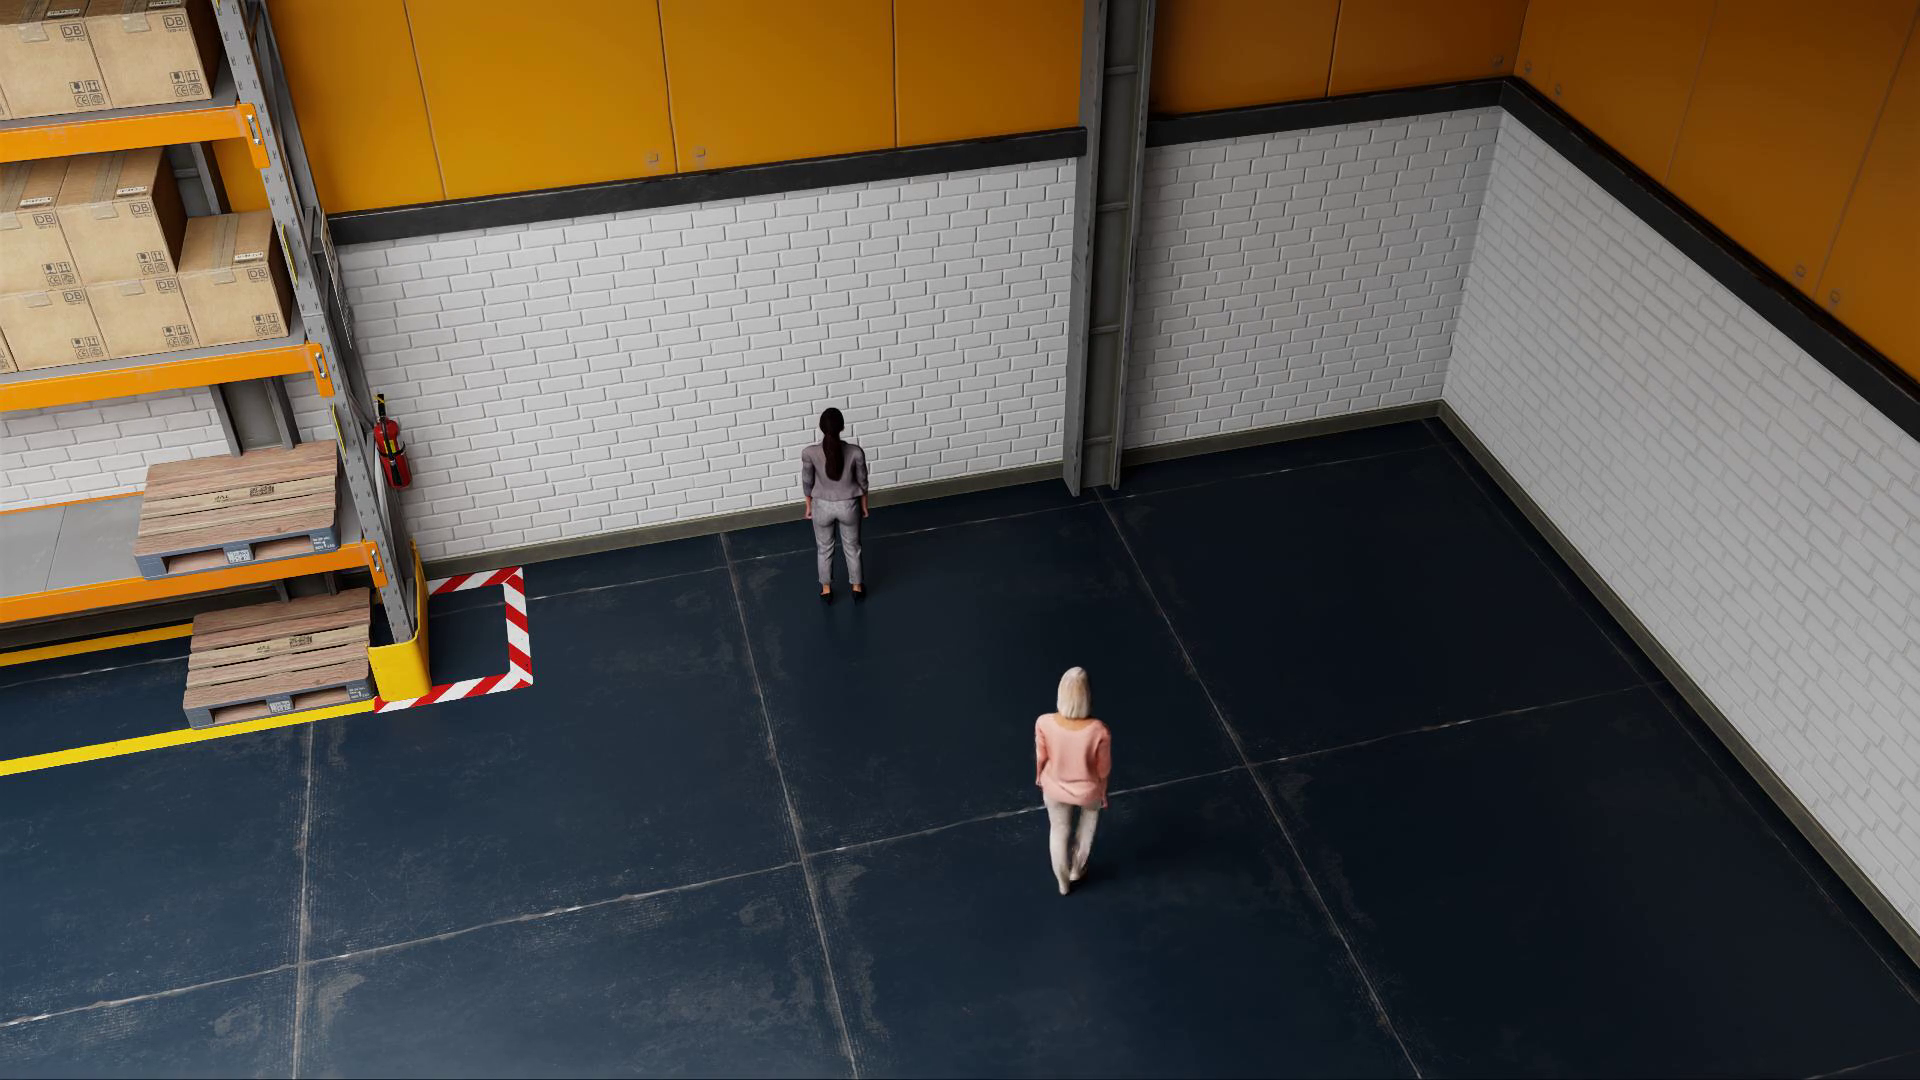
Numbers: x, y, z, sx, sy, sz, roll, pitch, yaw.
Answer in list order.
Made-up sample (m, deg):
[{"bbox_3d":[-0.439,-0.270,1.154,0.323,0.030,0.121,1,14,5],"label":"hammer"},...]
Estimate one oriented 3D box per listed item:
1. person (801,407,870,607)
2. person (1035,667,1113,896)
[{"bbox_3d":[-0.879,-0.220,11.809,0.588,1.678,0.728,-2,39,-3],"label":"person"},{"bbox_3d":[0.640,1.477,9.652,0.671,1.717,0.772,7,39,8],"label":"person"}]
